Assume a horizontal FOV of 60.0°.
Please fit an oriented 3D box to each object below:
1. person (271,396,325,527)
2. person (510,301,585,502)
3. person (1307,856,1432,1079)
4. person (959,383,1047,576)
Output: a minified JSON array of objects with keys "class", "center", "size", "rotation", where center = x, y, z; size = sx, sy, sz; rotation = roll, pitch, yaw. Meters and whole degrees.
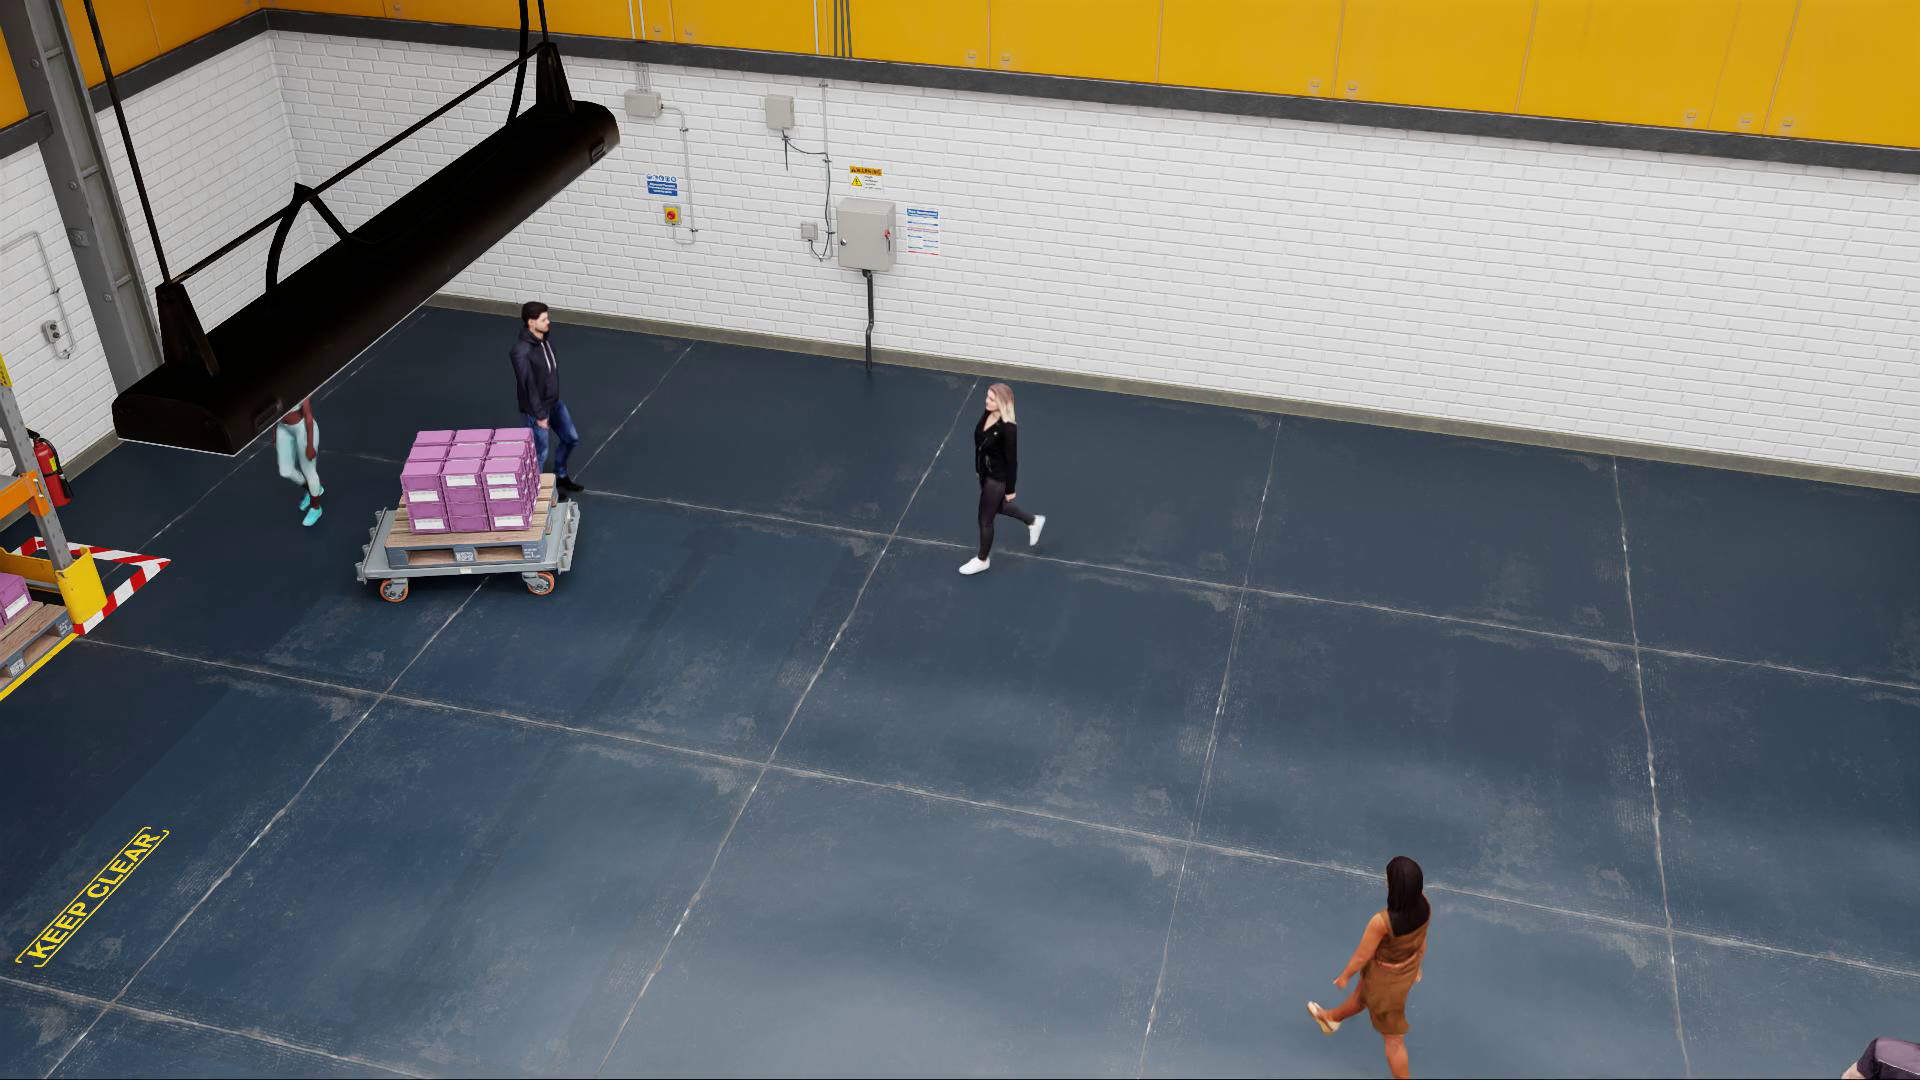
[{"class":"person","center":[-5.428,-0.898,13.775],"size":[0.643,1.694,0.649],"rotation":[12,36,18]},{"class":"person","center":[-3.616,-1.153,13.996],"size":[0.747,1.874,0.579],"rotation":[9,35,13]},{"class":"person","center":[2.335,2.406,8.849],"size":[1.057,1.645,1.037],"rotation":[-23,40,-31]},{"class":"person","center":[0.358,-0.514,13.223],"size":[1.062,1.667,1.052],"rotation":[-15,36,-21]}]
